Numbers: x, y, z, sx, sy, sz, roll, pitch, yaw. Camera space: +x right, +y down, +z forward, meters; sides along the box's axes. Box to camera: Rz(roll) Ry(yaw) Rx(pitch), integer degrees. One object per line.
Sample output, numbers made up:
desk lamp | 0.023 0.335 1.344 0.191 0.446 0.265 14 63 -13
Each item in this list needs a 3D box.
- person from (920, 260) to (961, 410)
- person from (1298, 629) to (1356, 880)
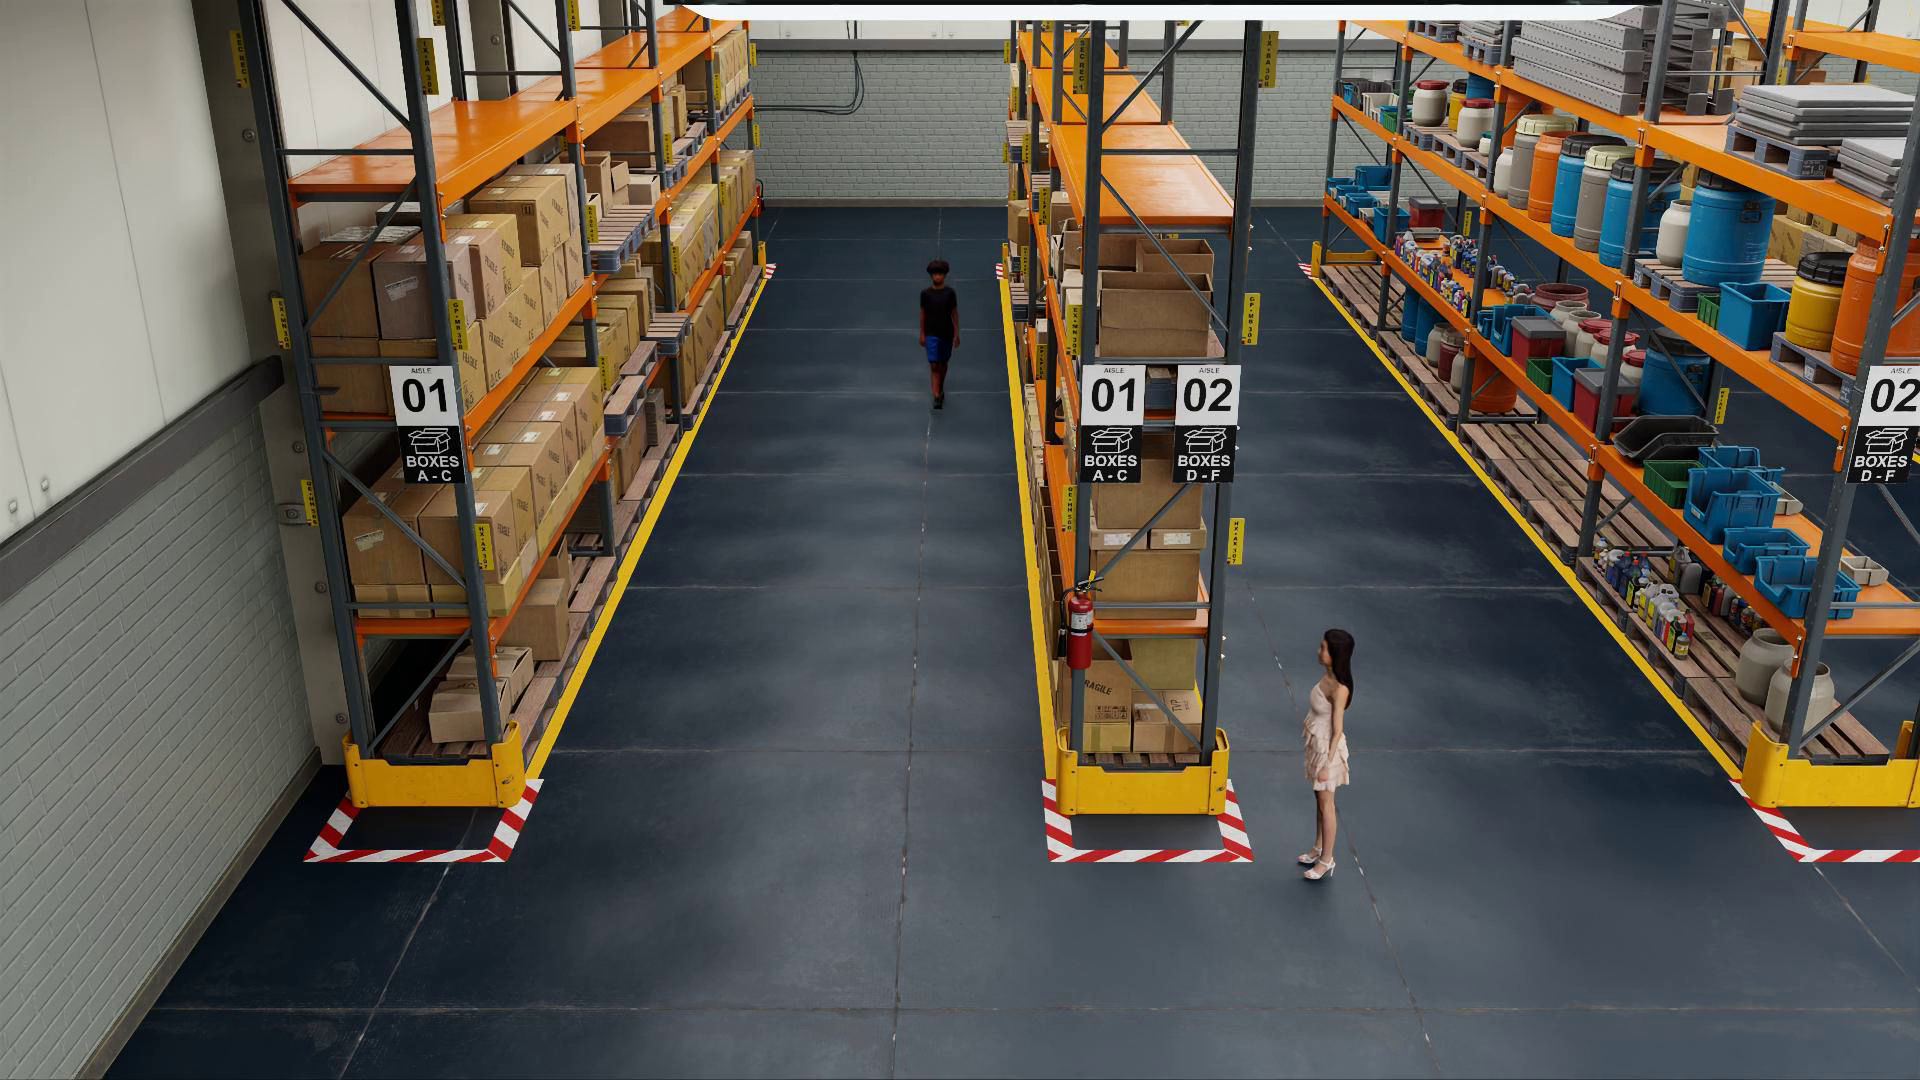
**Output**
person | -0.245 -2.476 19.935 0.667 1.751 1.132 -1 22 -3
person | 2.338 1.362 10.571 0.624 1.736 0.456 1 22 1
